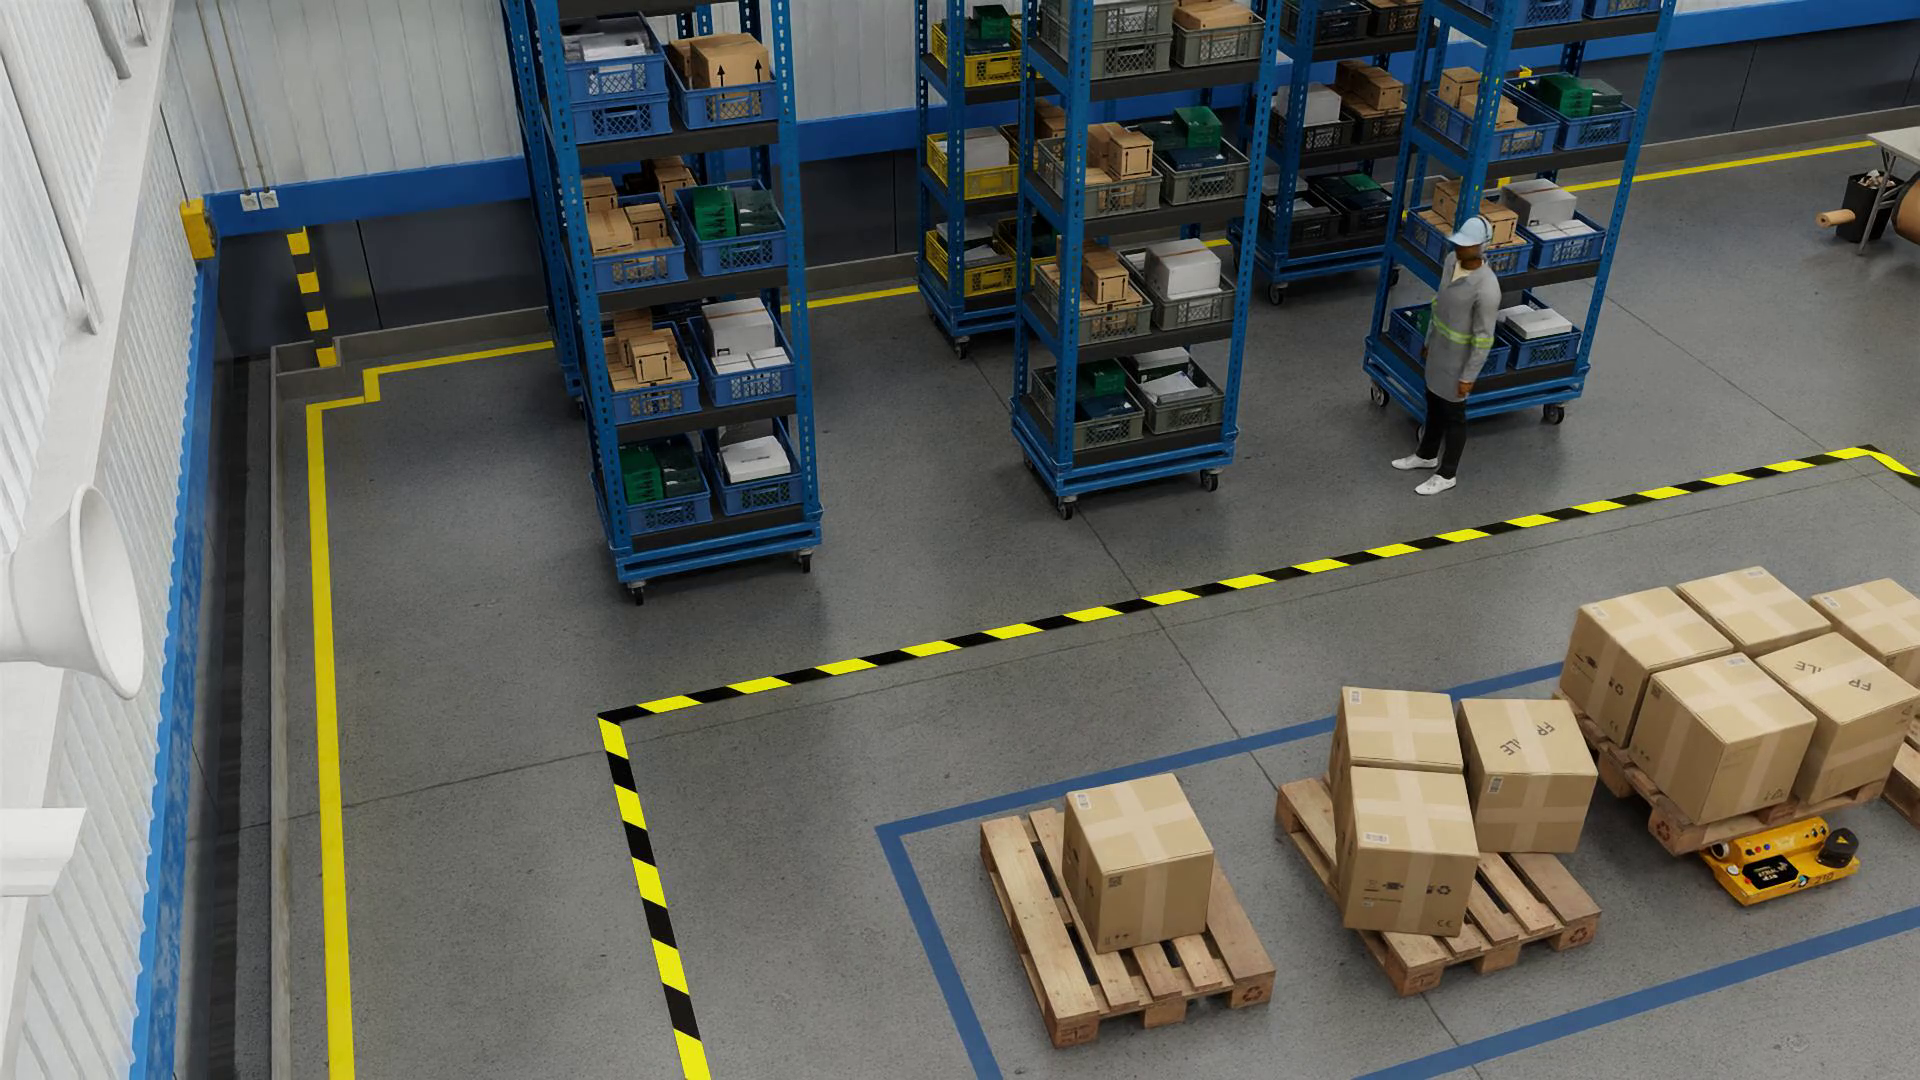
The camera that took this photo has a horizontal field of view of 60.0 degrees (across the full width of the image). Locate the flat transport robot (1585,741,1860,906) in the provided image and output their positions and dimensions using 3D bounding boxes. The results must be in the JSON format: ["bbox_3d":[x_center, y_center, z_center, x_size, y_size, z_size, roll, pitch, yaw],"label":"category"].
[{"bbox_3d":[3.738,1.188,8.347,0.652,0.197,1.431,-11,37,-15],"label":"flat transport robot"}]

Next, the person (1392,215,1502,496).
[{"bbox_3d":[3.034,-1.145,10.305,0.361,1.852,0.596,-8,36,-11],"label":"person"}]
